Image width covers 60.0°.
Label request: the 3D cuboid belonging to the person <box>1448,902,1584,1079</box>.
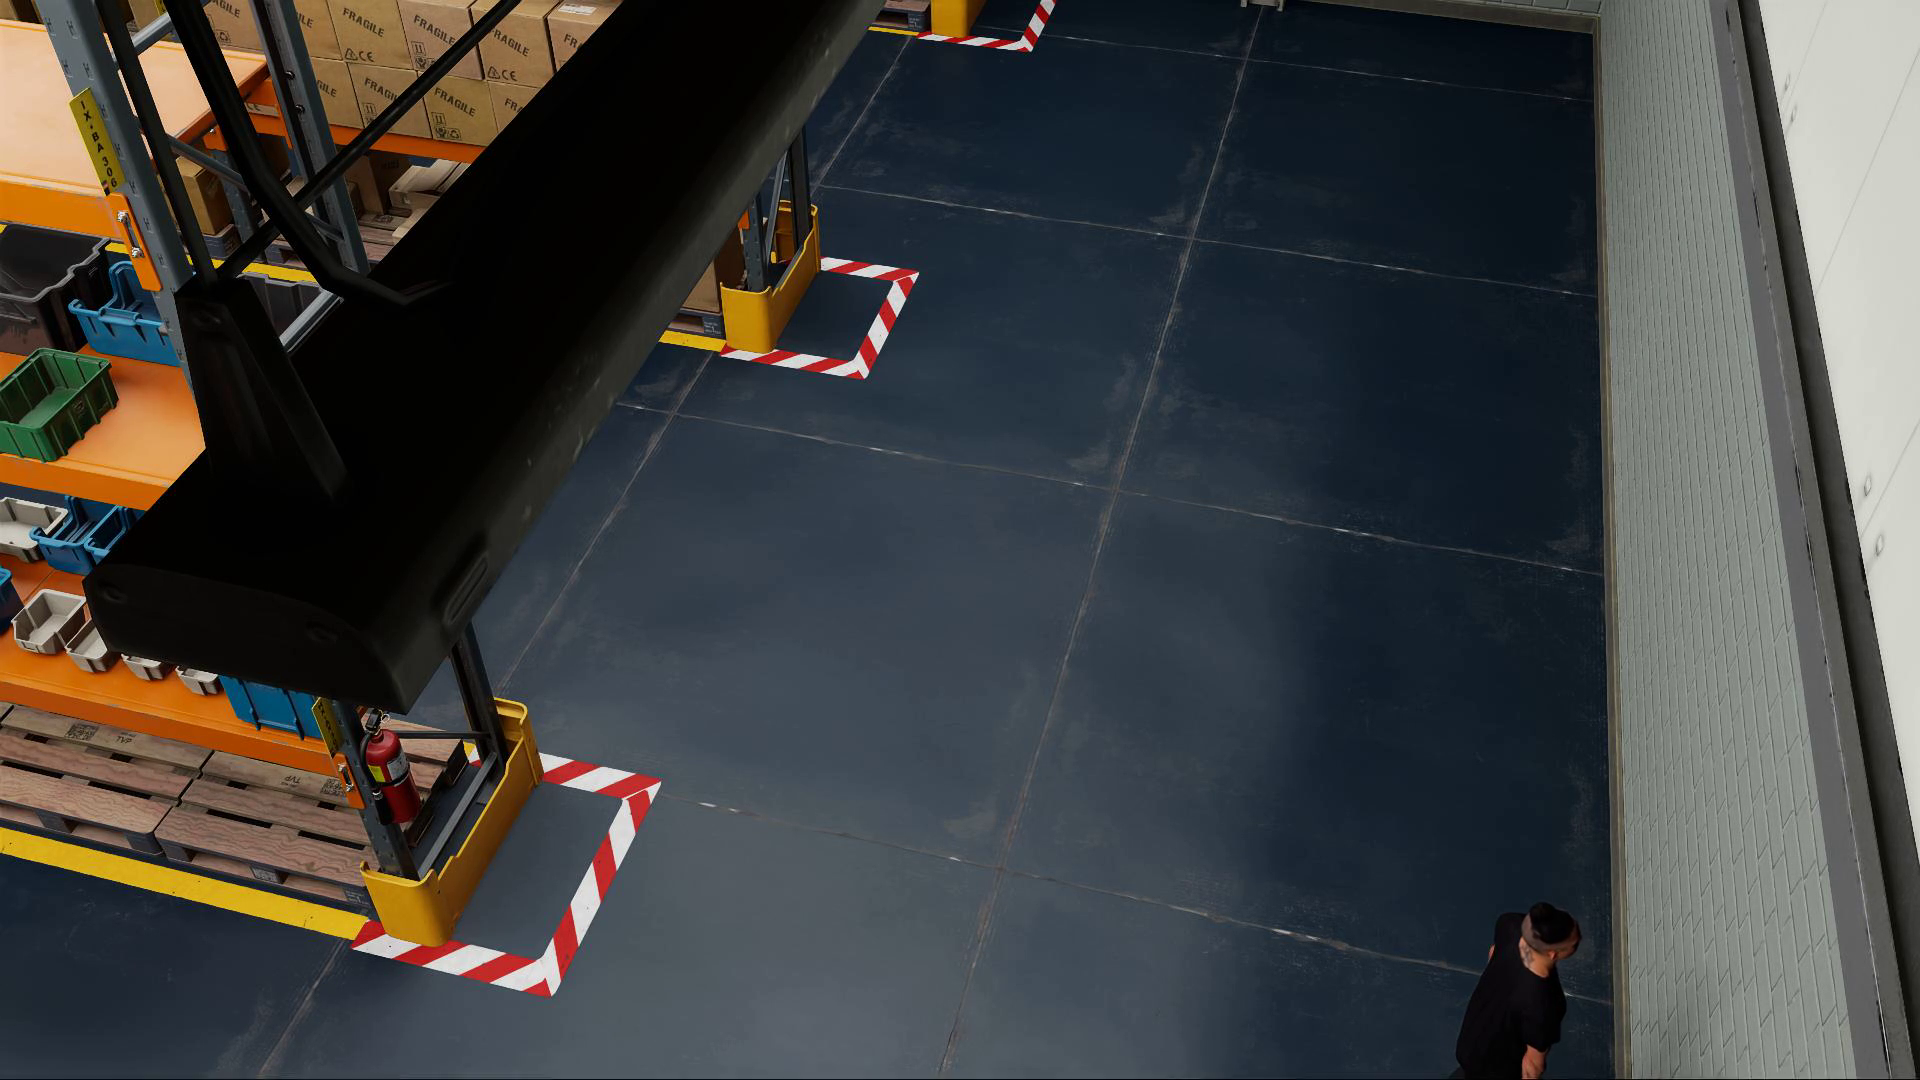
[{"bbox_3d":[2.193,1.996,6.676,0.700,1.865,0.755,-2,43,-2],"label":"person"}]
